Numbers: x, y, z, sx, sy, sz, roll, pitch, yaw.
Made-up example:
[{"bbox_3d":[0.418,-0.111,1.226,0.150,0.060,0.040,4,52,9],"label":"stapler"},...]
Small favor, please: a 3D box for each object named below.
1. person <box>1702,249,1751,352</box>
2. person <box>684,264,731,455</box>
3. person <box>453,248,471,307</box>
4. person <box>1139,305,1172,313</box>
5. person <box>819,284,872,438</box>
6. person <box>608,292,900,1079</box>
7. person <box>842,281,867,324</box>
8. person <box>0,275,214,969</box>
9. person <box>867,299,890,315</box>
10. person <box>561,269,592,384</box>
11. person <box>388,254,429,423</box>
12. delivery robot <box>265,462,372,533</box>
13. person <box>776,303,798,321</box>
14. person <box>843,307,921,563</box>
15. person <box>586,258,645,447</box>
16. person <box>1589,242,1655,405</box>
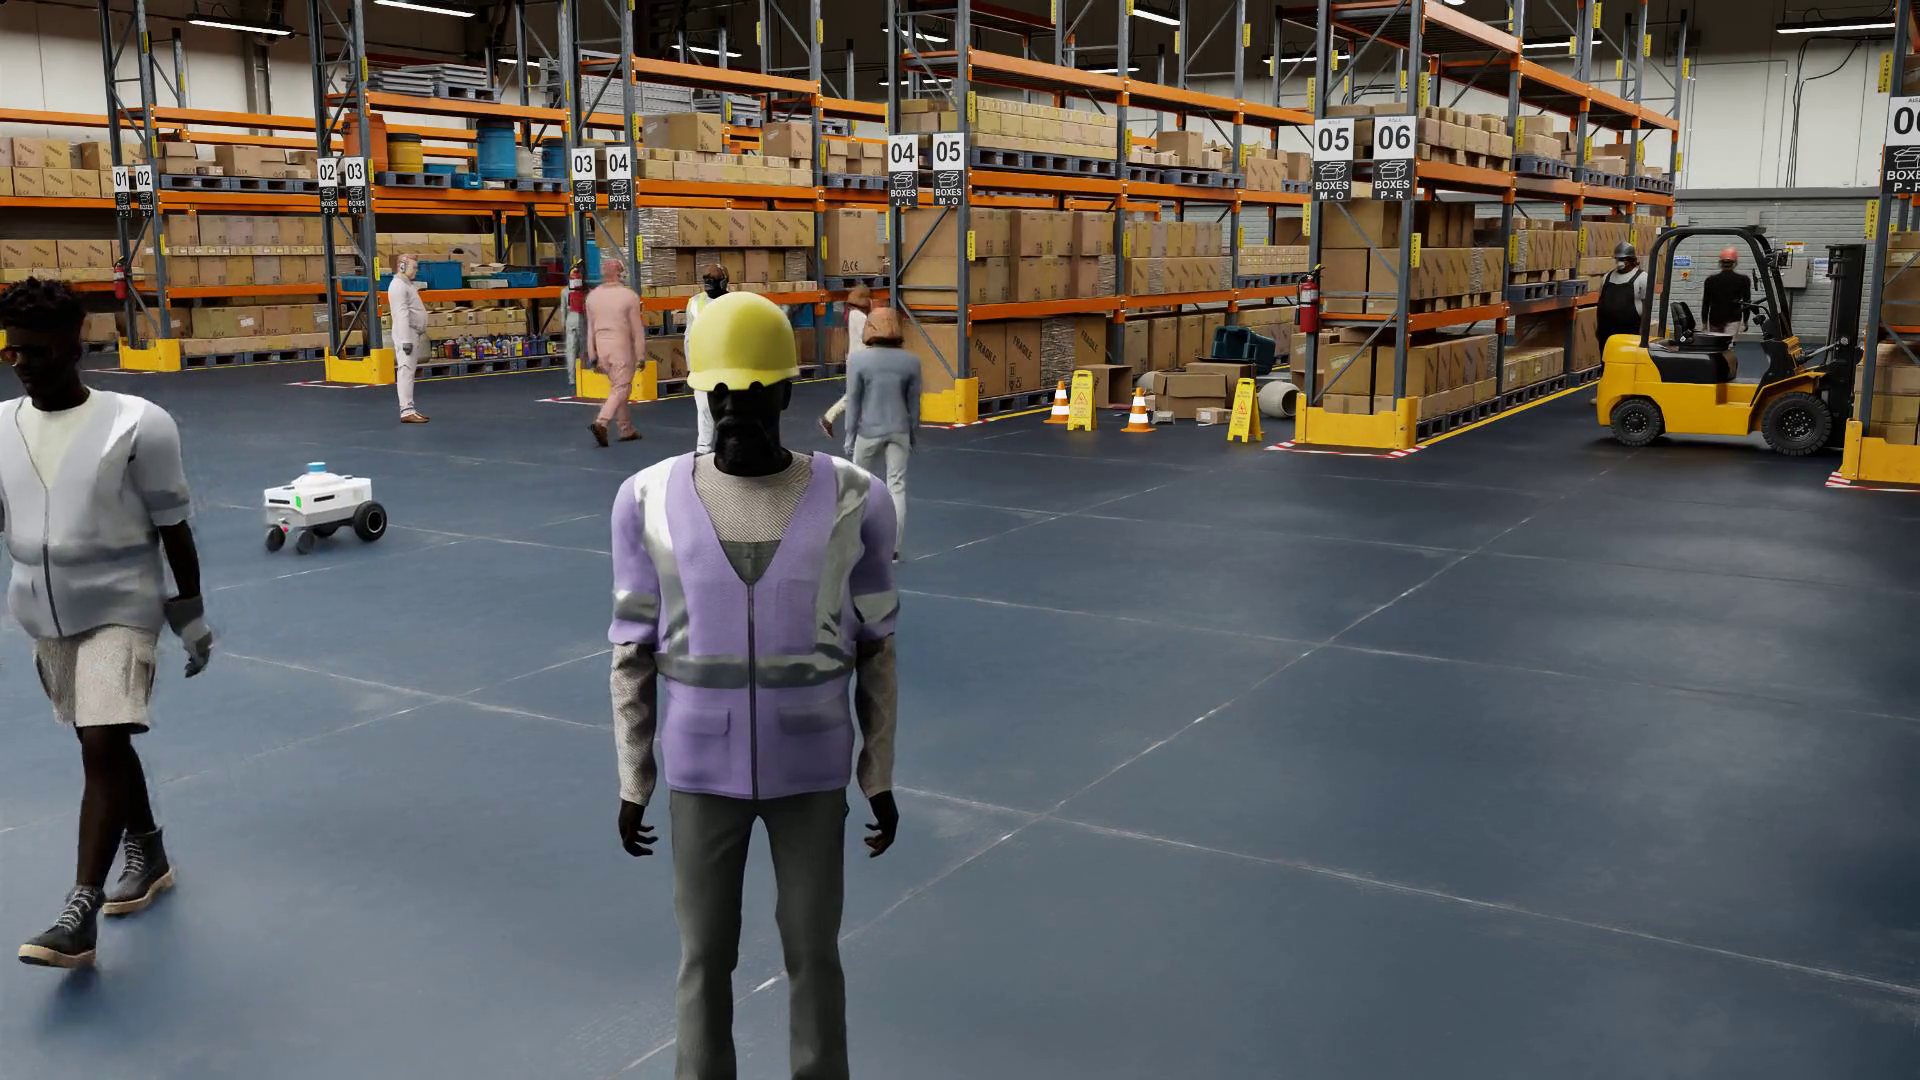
[{"bbox_3d":[10.632,-3.062,23.113,0.607,1.955,1.005,6,12,30],"label":"person"},{"bbox_3d":[-2.152,-1.527,14.816,0.622,1.840,0.430,1,10,8],"label":"person"},{"bbox_3d":[-10.482,-5.182,35.070,0.587,1.915,0.394,8,13,36],"label":"person"},{"bbox_3d":[3.393,-4.085,28.969,0.639,1.902,0.407,7,12,33],"label":"person"},{"bbox_3d":[-1.086,-1.846,17.246,0.746,1.606,0.509,-2,10,-12],"label":"person"},{"bbox_3d":[-0.417,0.460,3.428,0.594,1.925,0.370,-1,10,-4],"label":"person"},{"bbox_3d":[-1.891,-4.147,29.836,0.535,1.701,0.946,3,11,18],"label":"person"},{"bbox_3d":[-2.551,0.231,4.707,0.638,1.918,0.960,1,10,4],"label":"person"},{"bbox_3d":[-1.446,-4.096,29.646,0.537,1.684,0.567,3,11,18],"label":"person"},{"bbox_3d":[-5.528,-3.115,24.092,0.506,1.689,0.901,1,10,3],"label":"person"},{"bbox_3d":[-6.236,-2.279,18.852,0.406,1.902,0.639,-3,10,-14],"label":"person"},{"bbox_3d":[-4.291,-0.277,11.138,0.477,0.478,0.707,4,11,24],"label":"delivery robot"},{"bbox_3d":[-2.967,-3.987,28.393,0.646,1.907,0.535,7,12,35],"label":"person"},{"bbox_3d":[-0.513,-0.673,10.623,0.533,1.614,0.520,-4,11,-20],"label":"person"},{"bbox_3d":[-3.477,-1.884,16.723,0.654,1.879,0.887,5,11,28],"label":"person"},{"bbox_3d":[8.200,-2.678,20.689,0.539,2.000,0.689,-9,13,-40],"label":"person"}]
